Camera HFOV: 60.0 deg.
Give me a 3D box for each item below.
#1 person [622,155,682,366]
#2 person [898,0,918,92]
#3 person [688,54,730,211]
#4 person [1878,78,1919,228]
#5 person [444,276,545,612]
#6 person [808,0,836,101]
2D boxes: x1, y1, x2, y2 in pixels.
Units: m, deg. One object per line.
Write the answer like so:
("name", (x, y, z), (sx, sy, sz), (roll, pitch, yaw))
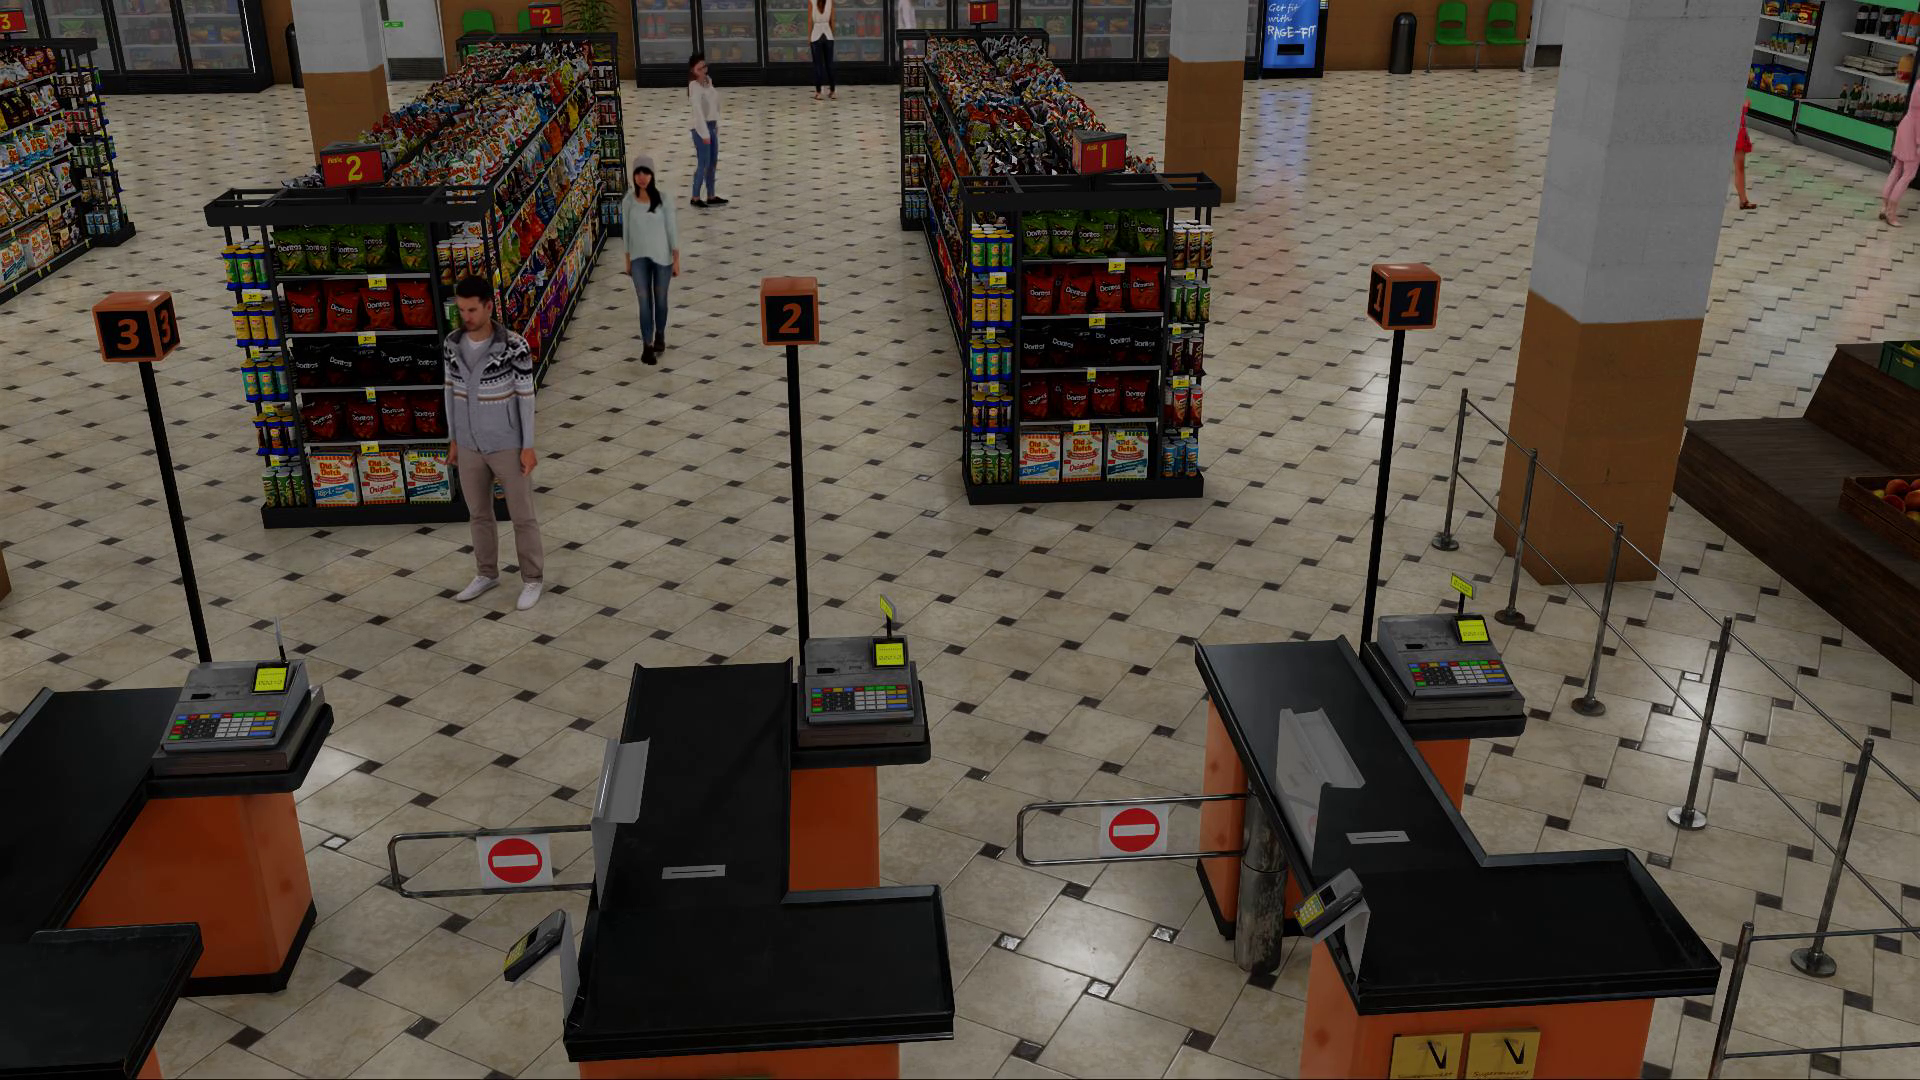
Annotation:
("person", (-2.448, -2.239, 13.259), (0.591, 1.608, 1.027), (-3, 24, -6))
("person", (-0.793, -7.580, 25.174), (0.722, 1.839, 0.461), (-2, 24, -4))
("person", (-2.803, -4.505, 18.349), (0.794, 1.678, 0.639), (0, 24, -1))
("person", (10.036, -4.248, 17.630), (0.877, 1.784, 0.682), (2, 24, 5))
("person", (-2.550, -0.550, 9.084), (0.757, 1.860, 0.704), (7, 24, 15))
("person", (-2.098, -7.654, 25.419), (0.635, 1.779, 0.614), (-10, 26, -21))
